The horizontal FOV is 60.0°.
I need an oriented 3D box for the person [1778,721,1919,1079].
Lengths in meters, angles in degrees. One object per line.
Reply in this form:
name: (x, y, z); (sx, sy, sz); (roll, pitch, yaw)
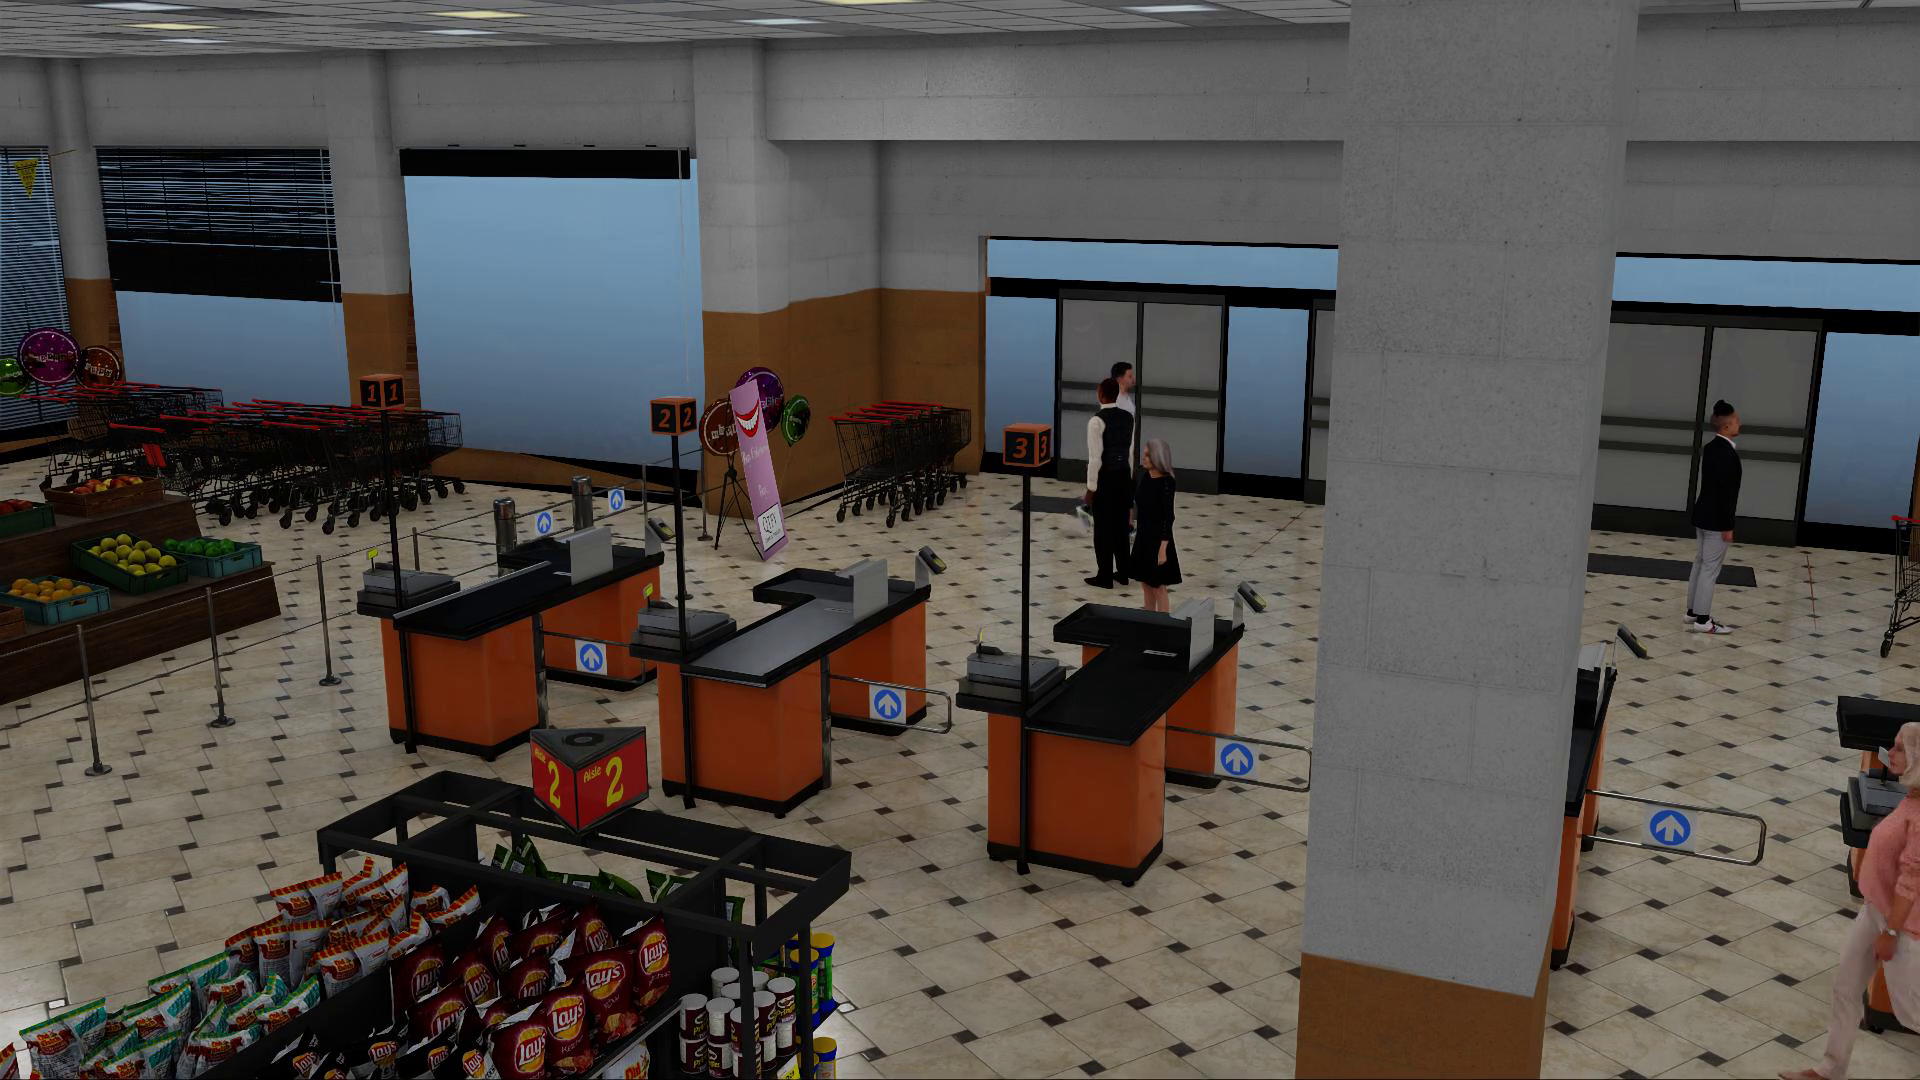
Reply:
person: (3.992, 1.602, 6.891); (0.741, 1.699, 1.039); (5, 14, 18)

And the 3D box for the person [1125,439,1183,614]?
person: (1.527, 0.058, 13.159); (0.753, 1.746, 0.704); (-6, 15, -23)

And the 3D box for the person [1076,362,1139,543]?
person: (1.559, -0.880, 16.850); (0.836, 1.828, 1.017); (4, 14, 17)

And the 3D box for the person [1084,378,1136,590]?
person: (1.372, -0.524, 15.191); (0.714, 1.918, 0.839); (-9, 16, -34)

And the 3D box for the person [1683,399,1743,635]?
person: (6.275, -0.211, 13.834); (0.833, 1.950, 0.648); (2, 14, 8)
